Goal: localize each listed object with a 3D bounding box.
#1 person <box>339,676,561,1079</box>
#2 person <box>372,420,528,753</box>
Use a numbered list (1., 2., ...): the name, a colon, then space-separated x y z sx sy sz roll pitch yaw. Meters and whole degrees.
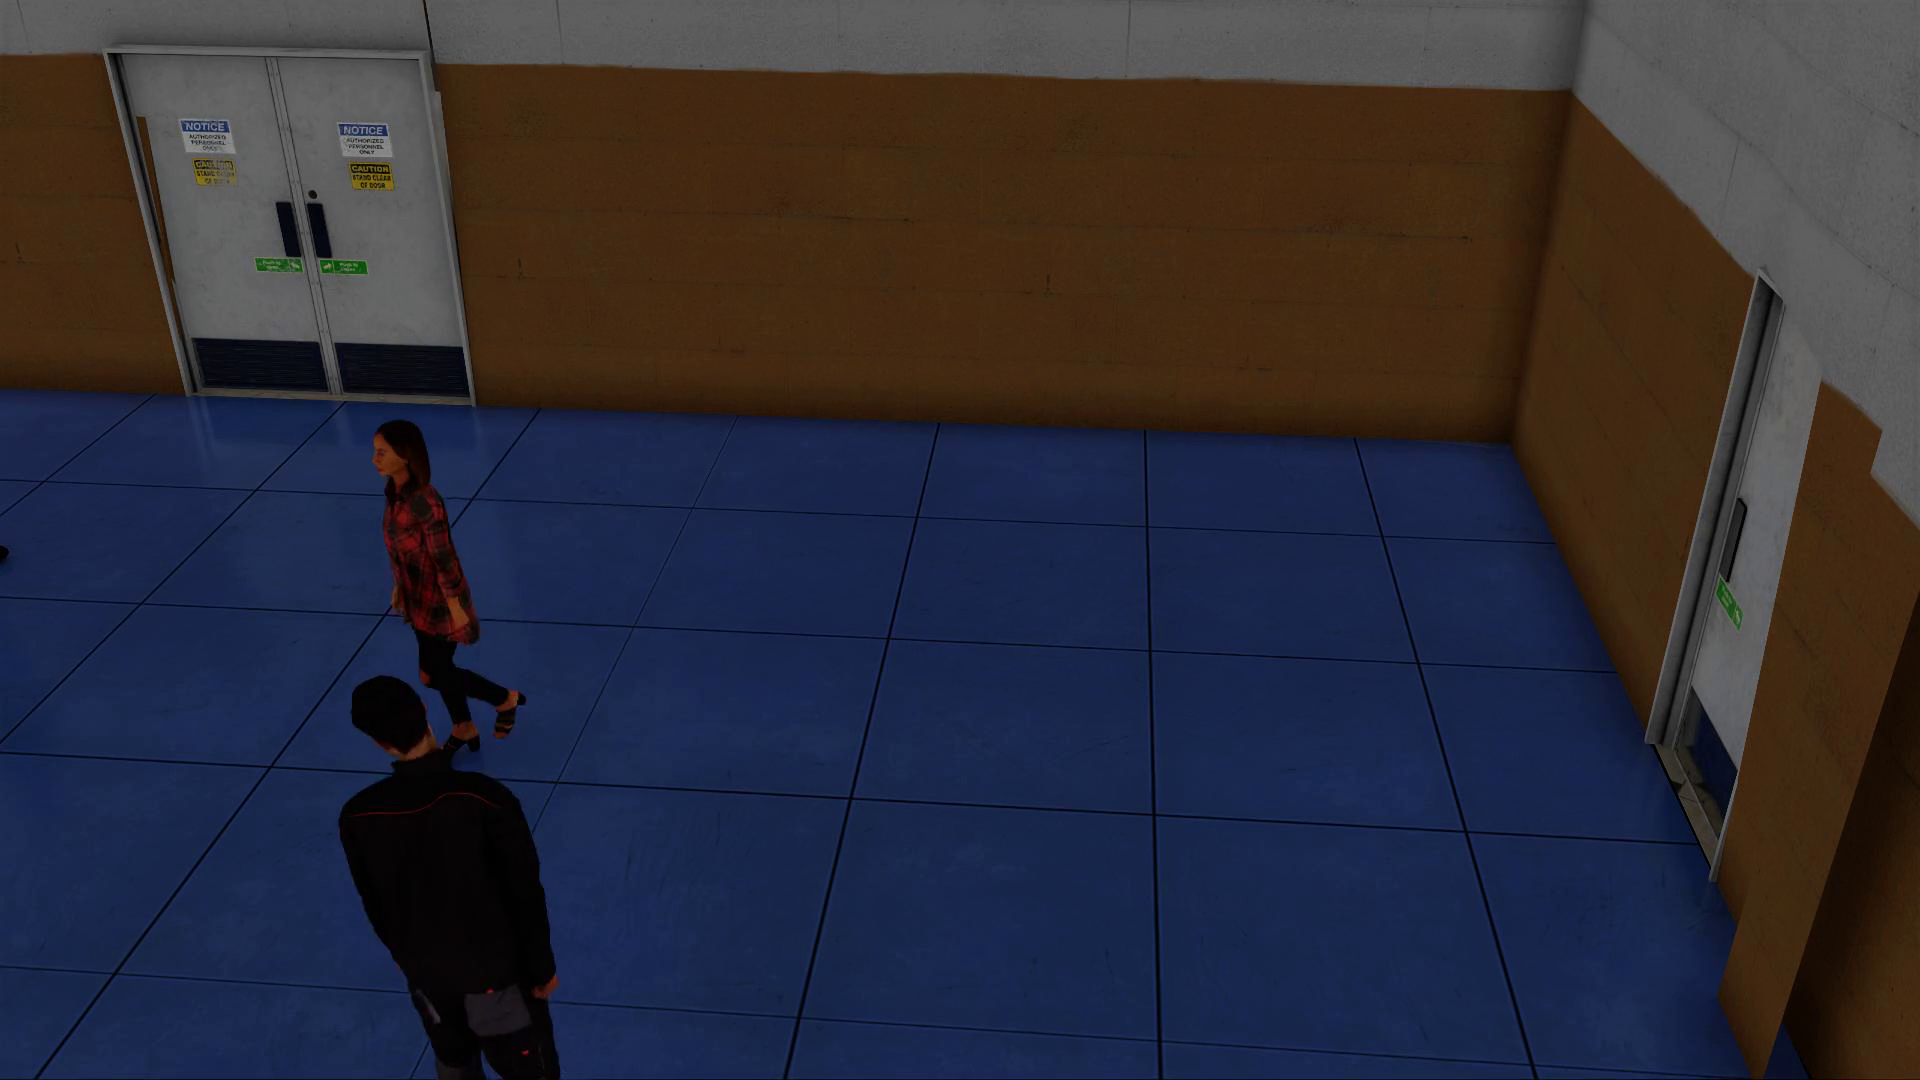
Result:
1. person: -1.460 1.302 5.055 0.906 1.910 0.603 8 30 15
2. person: -2.213 0.230 7.247 0.860 1.690 0.801 -21 35 -33
